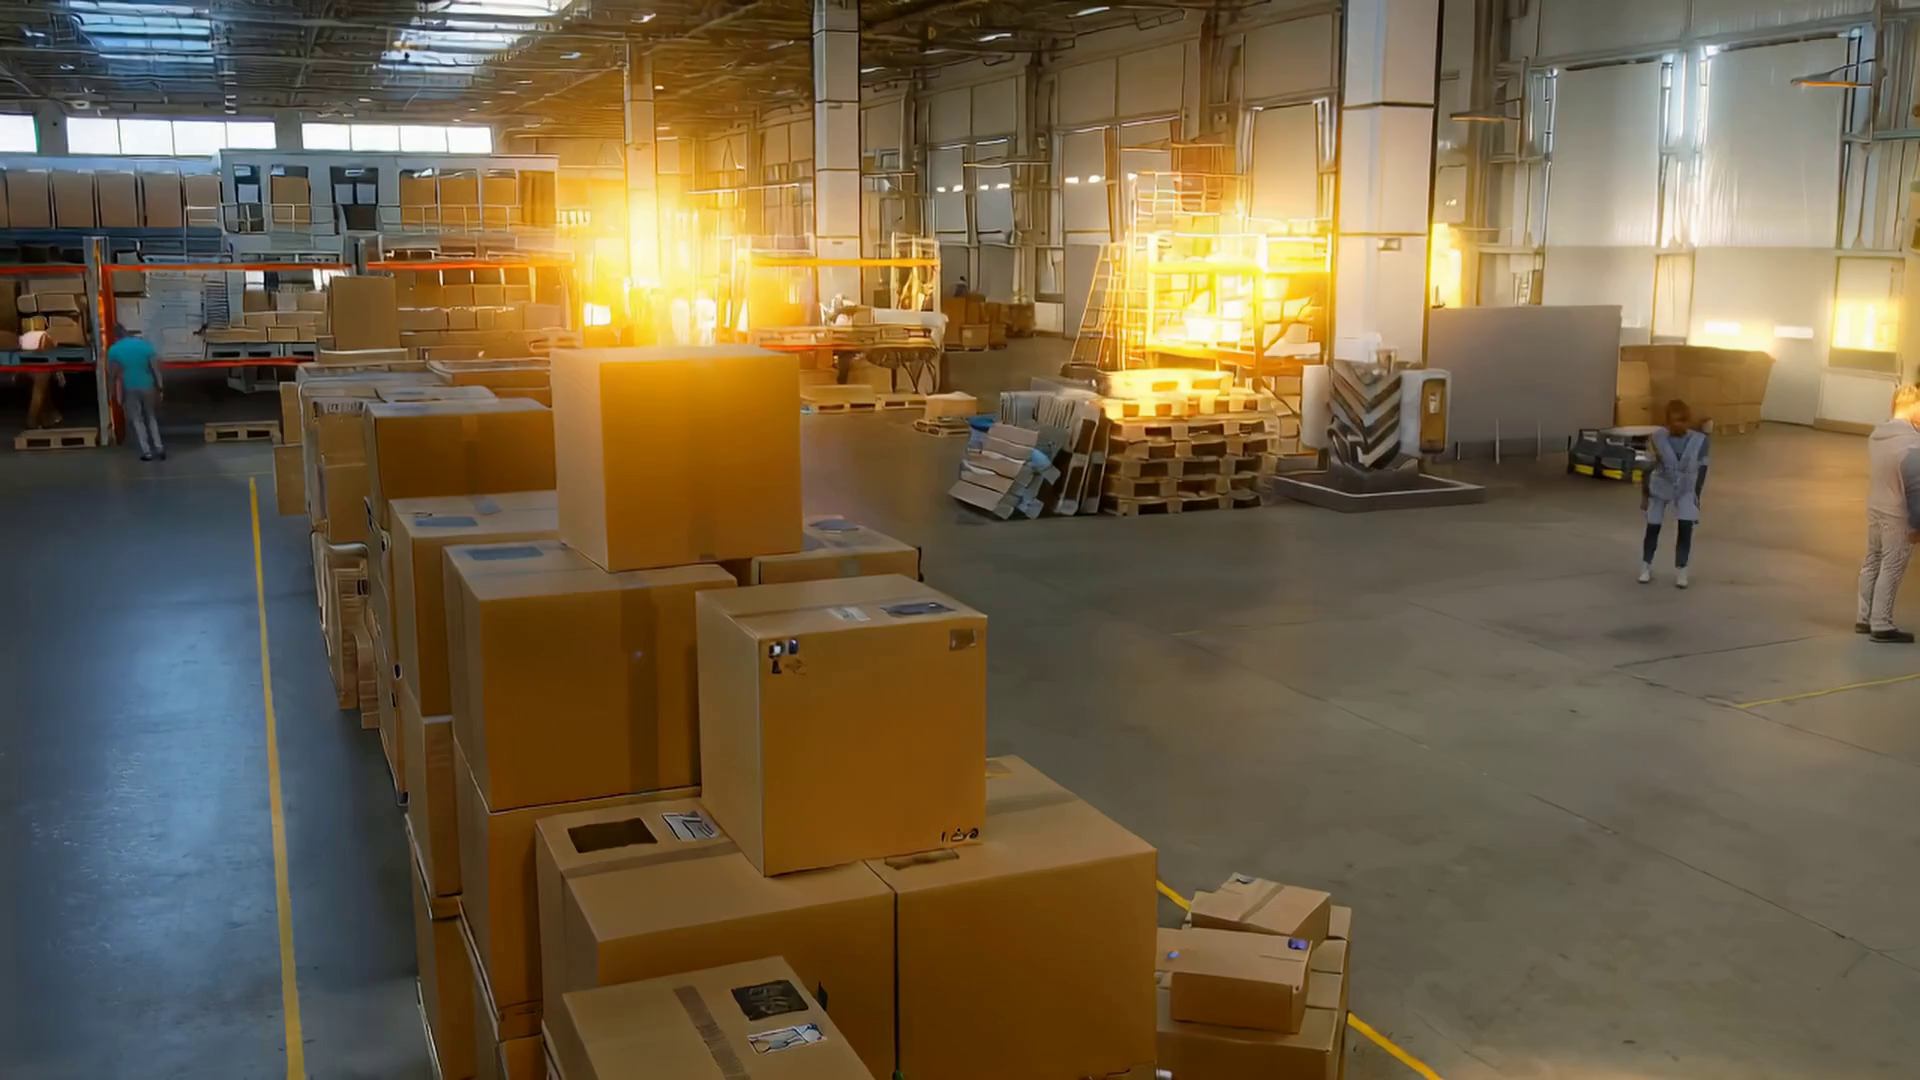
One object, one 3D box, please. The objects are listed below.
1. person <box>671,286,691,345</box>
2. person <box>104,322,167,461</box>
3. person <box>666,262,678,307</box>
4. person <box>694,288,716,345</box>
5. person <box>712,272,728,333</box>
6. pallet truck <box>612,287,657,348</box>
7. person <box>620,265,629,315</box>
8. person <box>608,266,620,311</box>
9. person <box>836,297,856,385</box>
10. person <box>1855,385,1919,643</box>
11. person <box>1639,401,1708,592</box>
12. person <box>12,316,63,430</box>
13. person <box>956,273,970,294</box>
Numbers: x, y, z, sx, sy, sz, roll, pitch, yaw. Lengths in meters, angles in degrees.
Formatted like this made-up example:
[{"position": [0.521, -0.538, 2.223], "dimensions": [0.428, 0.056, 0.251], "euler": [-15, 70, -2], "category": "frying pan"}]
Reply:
[{"position": [-6.223, -4.708, 37.240], "dimensions": [0.373, 1.937, 0.629], "euler": [3, 11, 17], "category": "person"}, {"position": [-11.124, -1.992, 22.411], "dimensions": [0.452, 1.883, 0.717], "euler": [6, 12, 30], "category": "person"}, {"position": [-12.509, -11.090, 72.299], "dimensions": [0.587, 1.971, 0.648], "euler": [9, 14, 42], "category": "person"}, {"position": [-5.960, -4.949, 38.842], "dimensions": [0.619, 1.839, 0.430], "euler": [-10, 14, -44], "category": "person"}, {"position": [-7.657, -7.560, 52.997], "dimensions": [0.565, 1.919, 0.547], "euler": [5, 12, 27], "category": "person"}, {"position": [-6.464, -4.406, 35.401], "dimensions": [0.823, 1.965, 1.885], "euler": [6, 12, 32], "category": "pallet truck"}, {"position": [-12.955, -9.725, 64.853], "dimensions": [0.614, 1.946, 0.389], "euler": [2, 10, 10], "category": "person"}, {"position": [-14.504, -10.515, 69.454], "dimensions": [0.596, 1.851, 0.792], "euler": [-7, 13, -35], "category": "person"}, {"position": [-2.097, -3.529, 30.801], "dimensions": [0.388, 1.919, 0.587], "euler": [-3, 11, -14], "category": "person"}, {"position": [6.954, -0.188, 12.363], "dimensions": [0.389, 1.928, 0.640], "euler": [0, 10, 0], "category": "person"}, {"position": [6.092, -0.379, 14.215], "dimensions": [0.545, 1.622, 0.894], "euler": [3, 11, 15], "category": "person"}, {"position": [-14.280, -2.573, 25.814], "dimensions": [0.673, 1.798, 1.040], "euler": [1, 10, 6], "category": "person"}, {"position": [0.081, -7.490, 52.651], "dimensions": [0.411, 1.903, 0.692], "euler": [-7, 12, -32], "category": "person"}]
